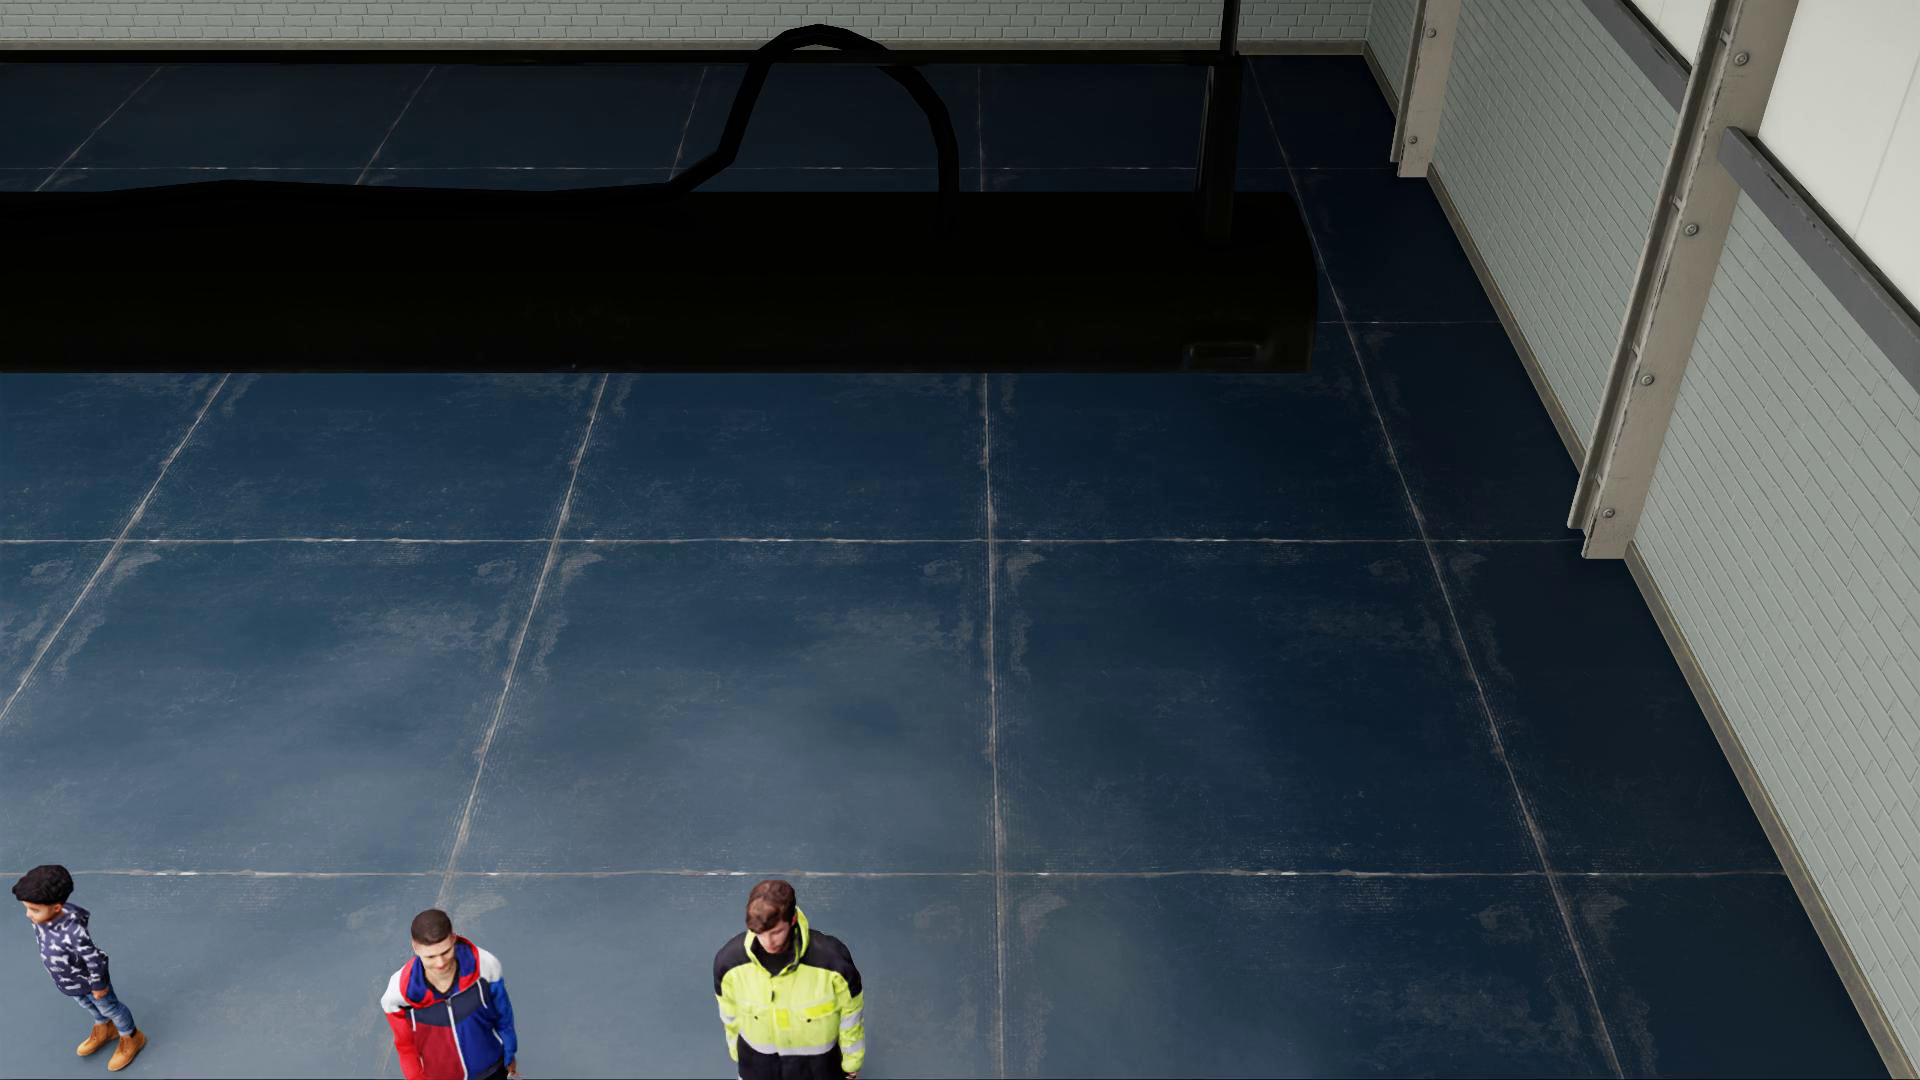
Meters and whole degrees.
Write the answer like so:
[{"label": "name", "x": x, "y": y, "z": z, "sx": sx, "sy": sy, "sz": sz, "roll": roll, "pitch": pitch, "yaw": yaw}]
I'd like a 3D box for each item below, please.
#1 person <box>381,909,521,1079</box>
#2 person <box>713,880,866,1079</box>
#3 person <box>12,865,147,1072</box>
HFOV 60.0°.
[{"label": "person", "x": -2.161, "y": 2.167, "z": 7.150, "sx": 0.825, "sy": 1.748, "sz": 0.935, "roll": -15, "pitch": 40, "yaw": -19}, {"label": "person", "x": -0.680, "y": 2.082, "z": 7.084, "sx": 0.782, "sy": 1.964, "sz": 1.007, "roll": -1, "pitch": 37, "yaw": -1}, {"label": "person", "x": -4.126, "y": 1.995, "z": 7.788, "sx": 0.568, "sy": 1.250, "sz": 0.593, "roll": 17, "pitch": 40, "yaw": 21}]
